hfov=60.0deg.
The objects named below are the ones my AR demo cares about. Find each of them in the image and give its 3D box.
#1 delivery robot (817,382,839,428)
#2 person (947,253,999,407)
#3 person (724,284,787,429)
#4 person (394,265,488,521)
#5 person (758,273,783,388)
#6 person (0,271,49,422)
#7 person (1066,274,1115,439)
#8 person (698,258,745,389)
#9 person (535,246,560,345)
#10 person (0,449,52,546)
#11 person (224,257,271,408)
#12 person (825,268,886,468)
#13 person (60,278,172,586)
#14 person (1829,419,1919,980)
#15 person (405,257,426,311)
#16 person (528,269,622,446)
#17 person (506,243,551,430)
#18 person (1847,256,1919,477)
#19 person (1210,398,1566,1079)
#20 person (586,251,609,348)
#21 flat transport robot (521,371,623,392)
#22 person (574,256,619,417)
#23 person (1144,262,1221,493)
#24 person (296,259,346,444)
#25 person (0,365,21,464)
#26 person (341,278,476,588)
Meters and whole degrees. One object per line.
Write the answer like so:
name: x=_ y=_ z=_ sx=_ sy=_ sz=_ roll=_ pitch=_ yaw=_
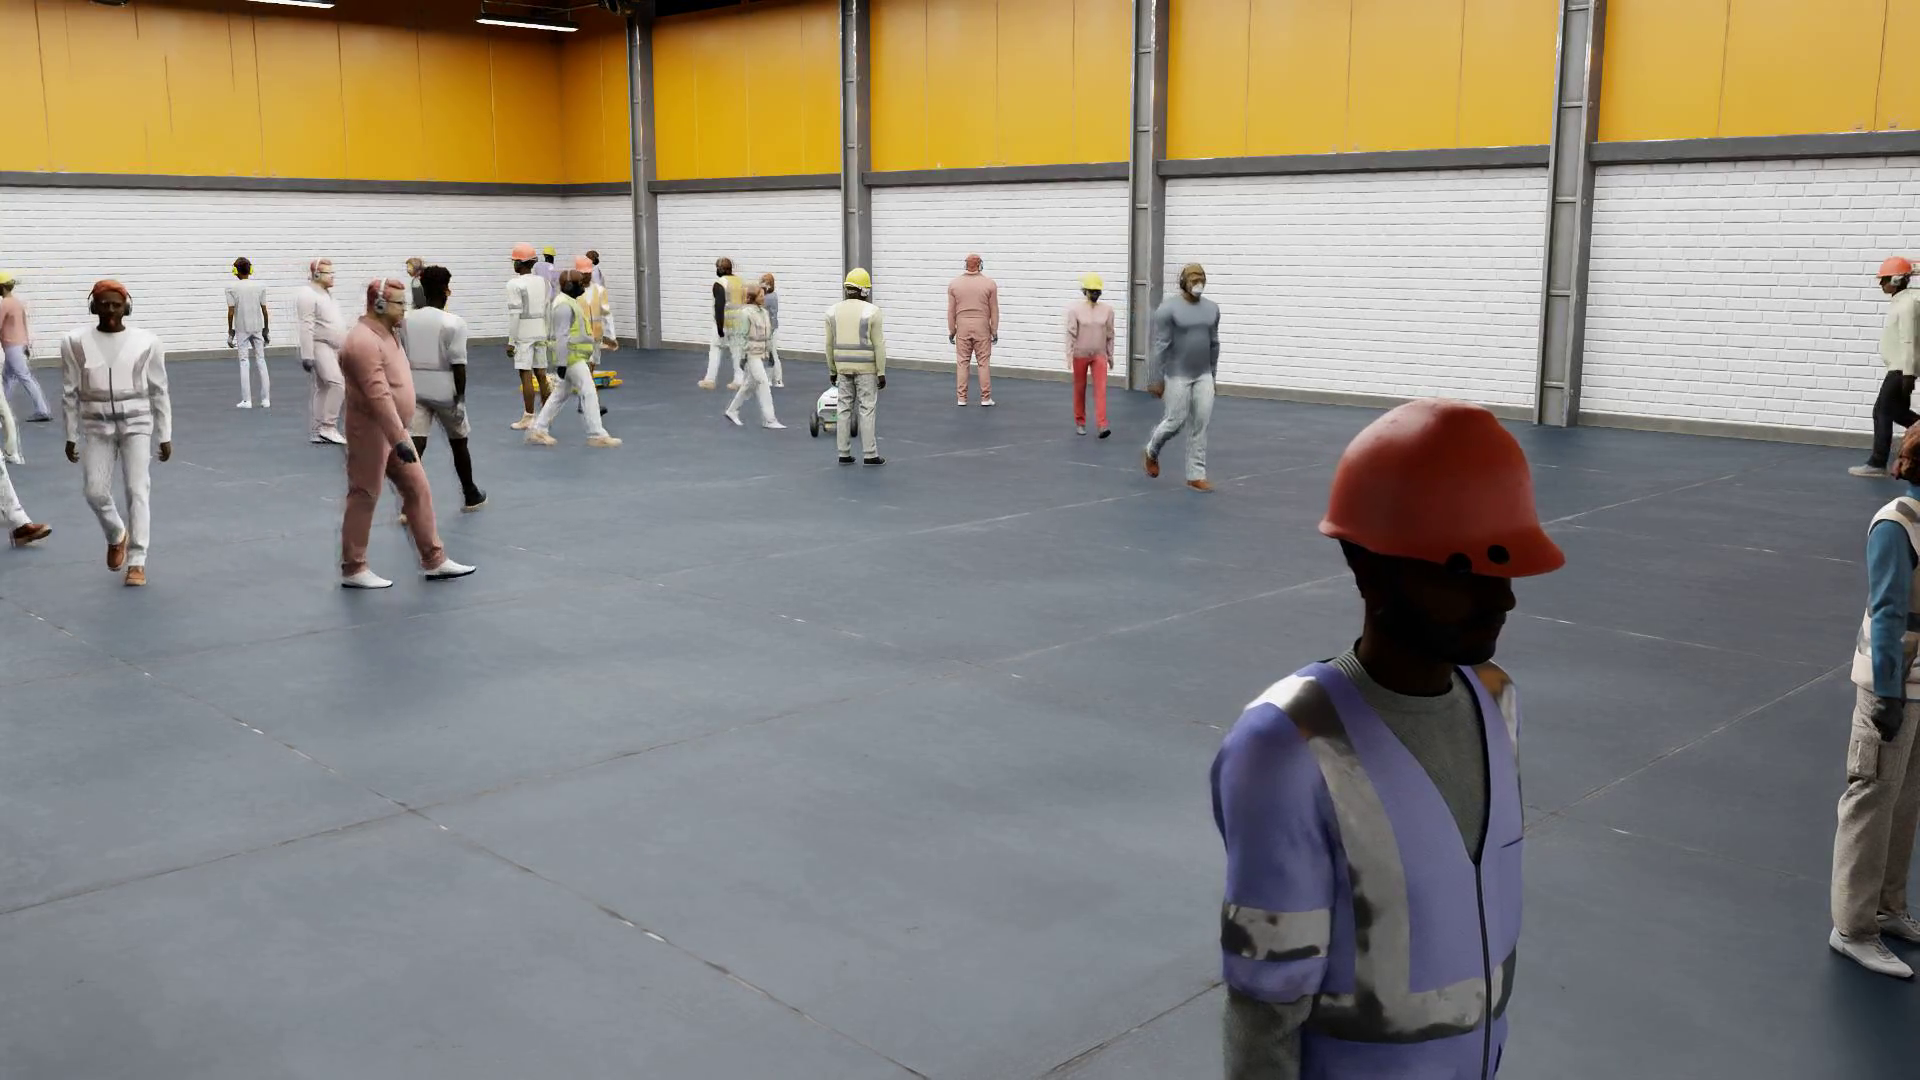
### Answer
delivery robot: x=-1.338 y=-1.449 z=17.842 sx=0.477 sy=0.478 sz=0.707 roll=0 pitch=10 yaw=-1
person: x=0.172 y=-2.618 z=20.785 sx=0.644 sy=1.907 sz=0.400 roll=2 pitch=11 yaw=10
person: x=-2.313 y=-2.044 z=18.501 sx=0.825 sy=1.608 sz=0.526 roll=4 pitch=11 yaw=22
person: x=-3.966 y=-1.116 z=12.582 sx=0.605 sy=1.918 sz=1.008 roll=2 pitch=11 yaw=9
person: x=-2.722 y=-2.936 z=23.342 sx=0.307 sy=1.612 sz=0.598 roll=-6 pitch=12 yaw=-30
person: x=-10.910 y=-2.201 z=19.002 sx=0.891 sy=1.720 sz=0.541 roll=-1 pitch=10 yaw=-5
person: x=1.384 y=-1.931 z=17.533 sx=0.547 sy=1.714 sz=0.892 roll=-1 pitch=10 yaw=-8
person: x=-3.314 y=-2.999 z=23.106 sx=0.723 sy=1.815 sz=0.645 roll=7 pitch=12 yaw=32
person: x=-7.998 y=-4.753 z=32.403 sx=0.580 sy=1.918 sz=0.399 roll=6 pitch=12 yaw=29
person: x=-6.686 y=-0.844 z=11.260 sx=0.771 sy=1.858 sz=0.620 roll=3 pitch=11 yaw=15
person: x=-8.815 y=-2.560 z=20.604 sx=0.508 sy=1.860 sz=0.328 roll=-9 pitch=14 yaw=-39
person: x=-0.940 y=-1.582 z=15.337 sx=0.600 sy=1.830 sz=0.404 roll=5 pitch=11 yaw=25
person: x=-5.149 y=-0.662 z=10.191 sx=0.609 sy=1.873 sz=0.500 roll=-4 pitch=11 yaw=-21
person: x=2.781 y=0.435 z=4.866 sx=0.514 sy=1.640 sz=0.310 roll=-9 pitch=14 yaw=-41
person: x=-7.920 y=-3.283 z=24.683 sx=0.693 sy=1.800 sz=0.524 roll=-10 pitch=14 yaw=-42
person: x=-3.966 y=-1.839 z=16.835 sx=0.939 sy=1.805 sz=0.637 roll=-1 pitch=10 yaw=-7
person: x=-4.745 y=-2.224 z=18.256 sx=0.368 sy=2.048 sz=0.608 roll=5 pitch=12 yaw=27
person: x=8.390 y=-1.510 z=14.618 sx=0.817 sy=1.955 sz=0.669 roll=5 pitch=12 yaw=25
person: x=0.569 y=0.778 z=2.184 sx=0.551 sy=1.935 sz=0.372 roll=-9 pitch=14 yaw=-41
person: x=-6.916 y=-4.540 z=31.446 sx=0.429 sy=1.844 sz=0.626 roll=-8 pitch=13 yaw=-38
flat transport robot: x=-5.363 y=-2.211 z=23.030 sx=0.652 sy=0.197 sz=1.431 roll=5 pitch=11 yaw=24
person: x=-4.371 y=-2.391 z=19.610 sx=0.566 sy=1.884 sz=0.987 roll=-7 pitch=13 yaw=-35
person: x=1.874 y=-1.373 z=13.980 sx=0.635 sy=1.922 sz=0.716 roll=-5 pitch=12 yaw=-27
person: x=-6.409 y=-1.907 z=16.945 sx=0.557 sy=1.887 sz=0.673 roll=0 pitch=10 yaw=-1
person: x=-9.208 y=-1.614 z=15.548 sx=0.941 sy=1.826 sz=0.540 roll=5 pitch=11 yaw=24
person: x=-3.369 y=-0.625 z=10.020 sx=0.887 sy=1.866 sz=0.637 roll=0 pitch=10 yaw=0
